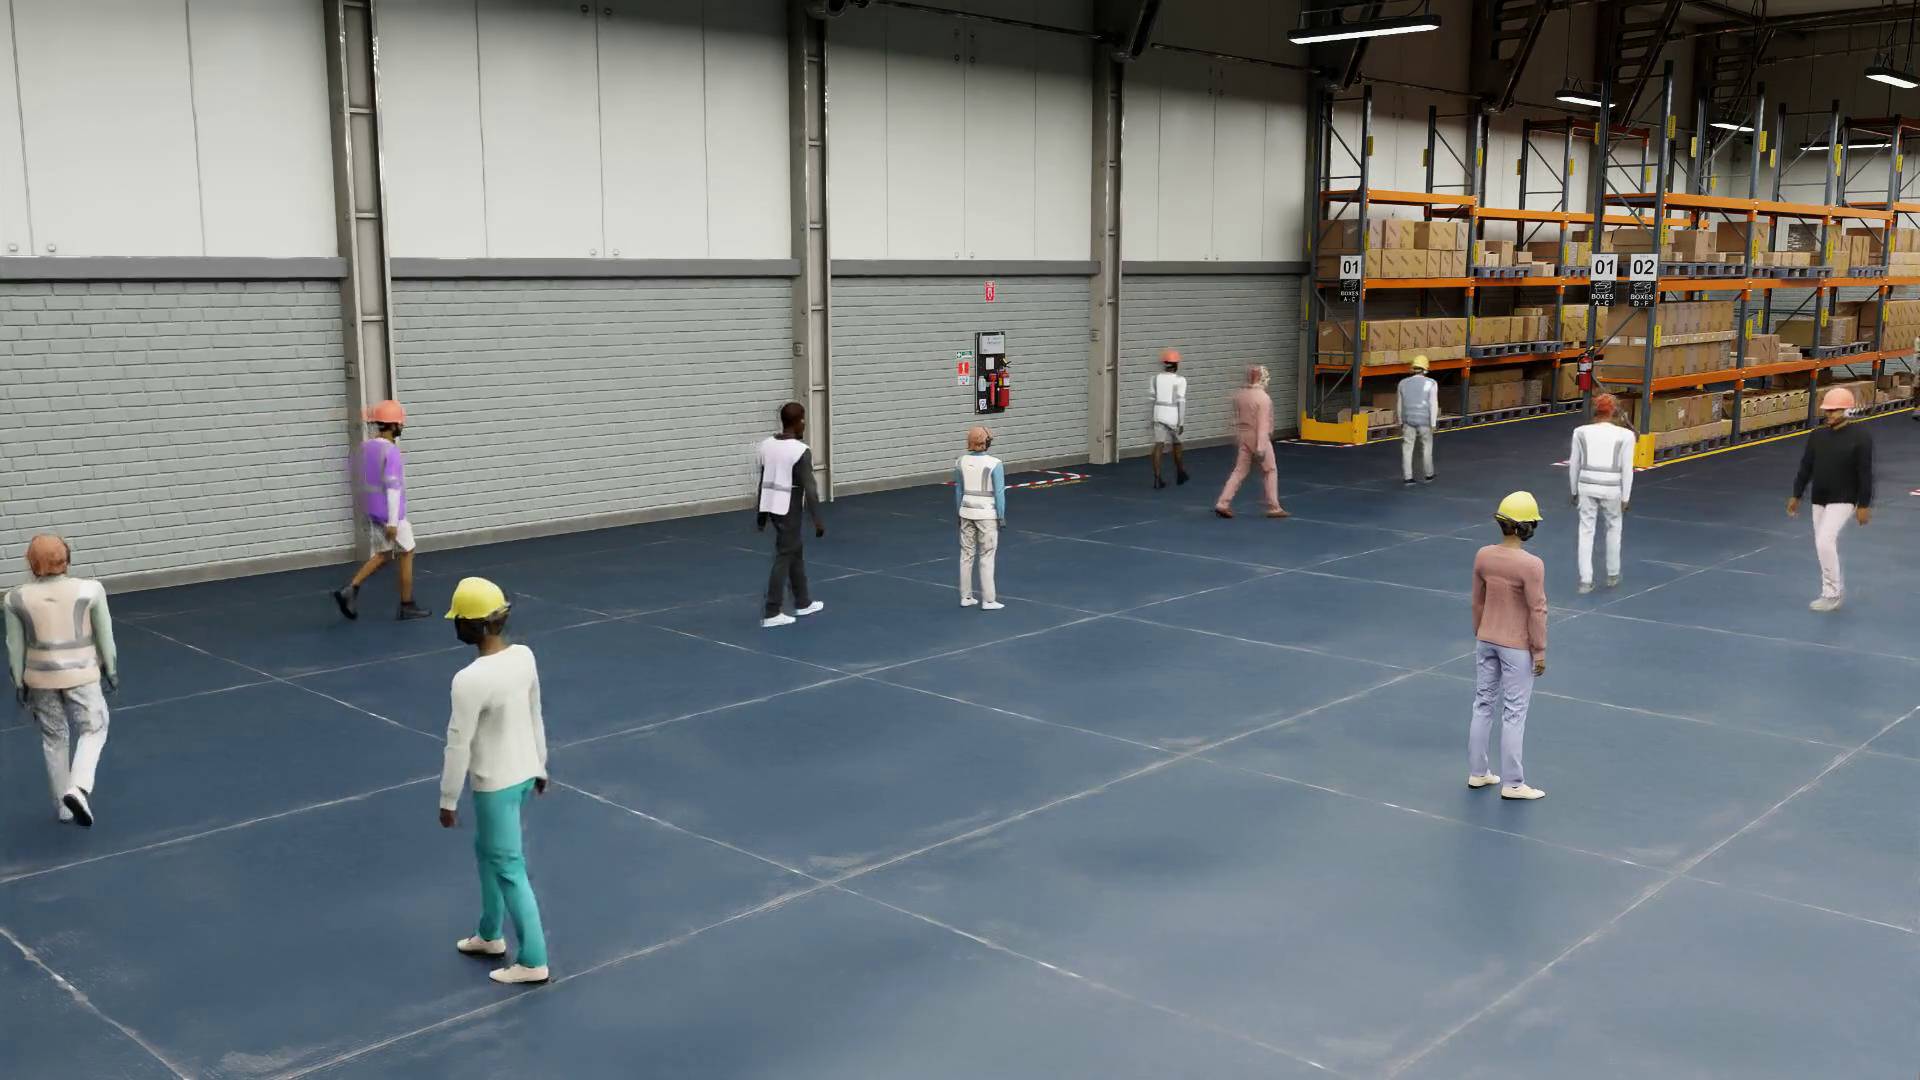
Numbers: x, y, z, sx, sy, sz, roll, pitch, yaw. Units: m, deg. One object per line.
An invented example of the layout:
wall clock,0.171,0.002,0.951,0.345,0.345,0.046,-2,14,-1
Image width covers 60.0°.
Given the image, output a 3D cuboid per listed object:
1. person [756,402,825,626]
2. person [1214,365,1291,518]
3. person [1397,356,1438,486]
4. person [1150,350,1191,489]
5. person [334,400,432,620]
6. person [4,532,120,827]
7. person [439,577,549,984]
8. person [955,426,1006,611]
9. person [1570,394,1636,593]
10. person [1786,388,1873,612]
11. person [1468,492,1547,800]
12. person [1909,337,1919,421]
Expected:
person,-1.373,-0.231,14.209,0.857,1.883,0.635,-8,12,-41
person,3.525,-1.175,20.059,0.969,1.867,0.656,-4,10,-21
person,6.449,-1.674,23.277,0.626,1.796,0.844,7,12,36
person,2.917,-1.678,23.022,0.568,1.888,0.960,6,11,31
person,-4.939,-0.230,14.159,0.548,1.916,0.733,8,13,42
person,-4.834,0.768,8.945,0.525,1.617,0.553,-3,10,-15
person,-2.033,1.019,7.058,0.697,1.739,0.539,3,10,16
person,0.170,-0.190,14.758,0.517,1.636,0.313,7,12,38
person,6.074,-0.452,15.723,0.584,1.845,0.914,6,11,31
person,7.637,-0.349,14.682,0.601,1.973,0.622,-3,10,-16
person,3.150,0.600,9.531,0.315,1.769,0.525,-5,11,-27
person,19.078,-3.342,32.806,0.637,2.012,0.614,3,10,18
